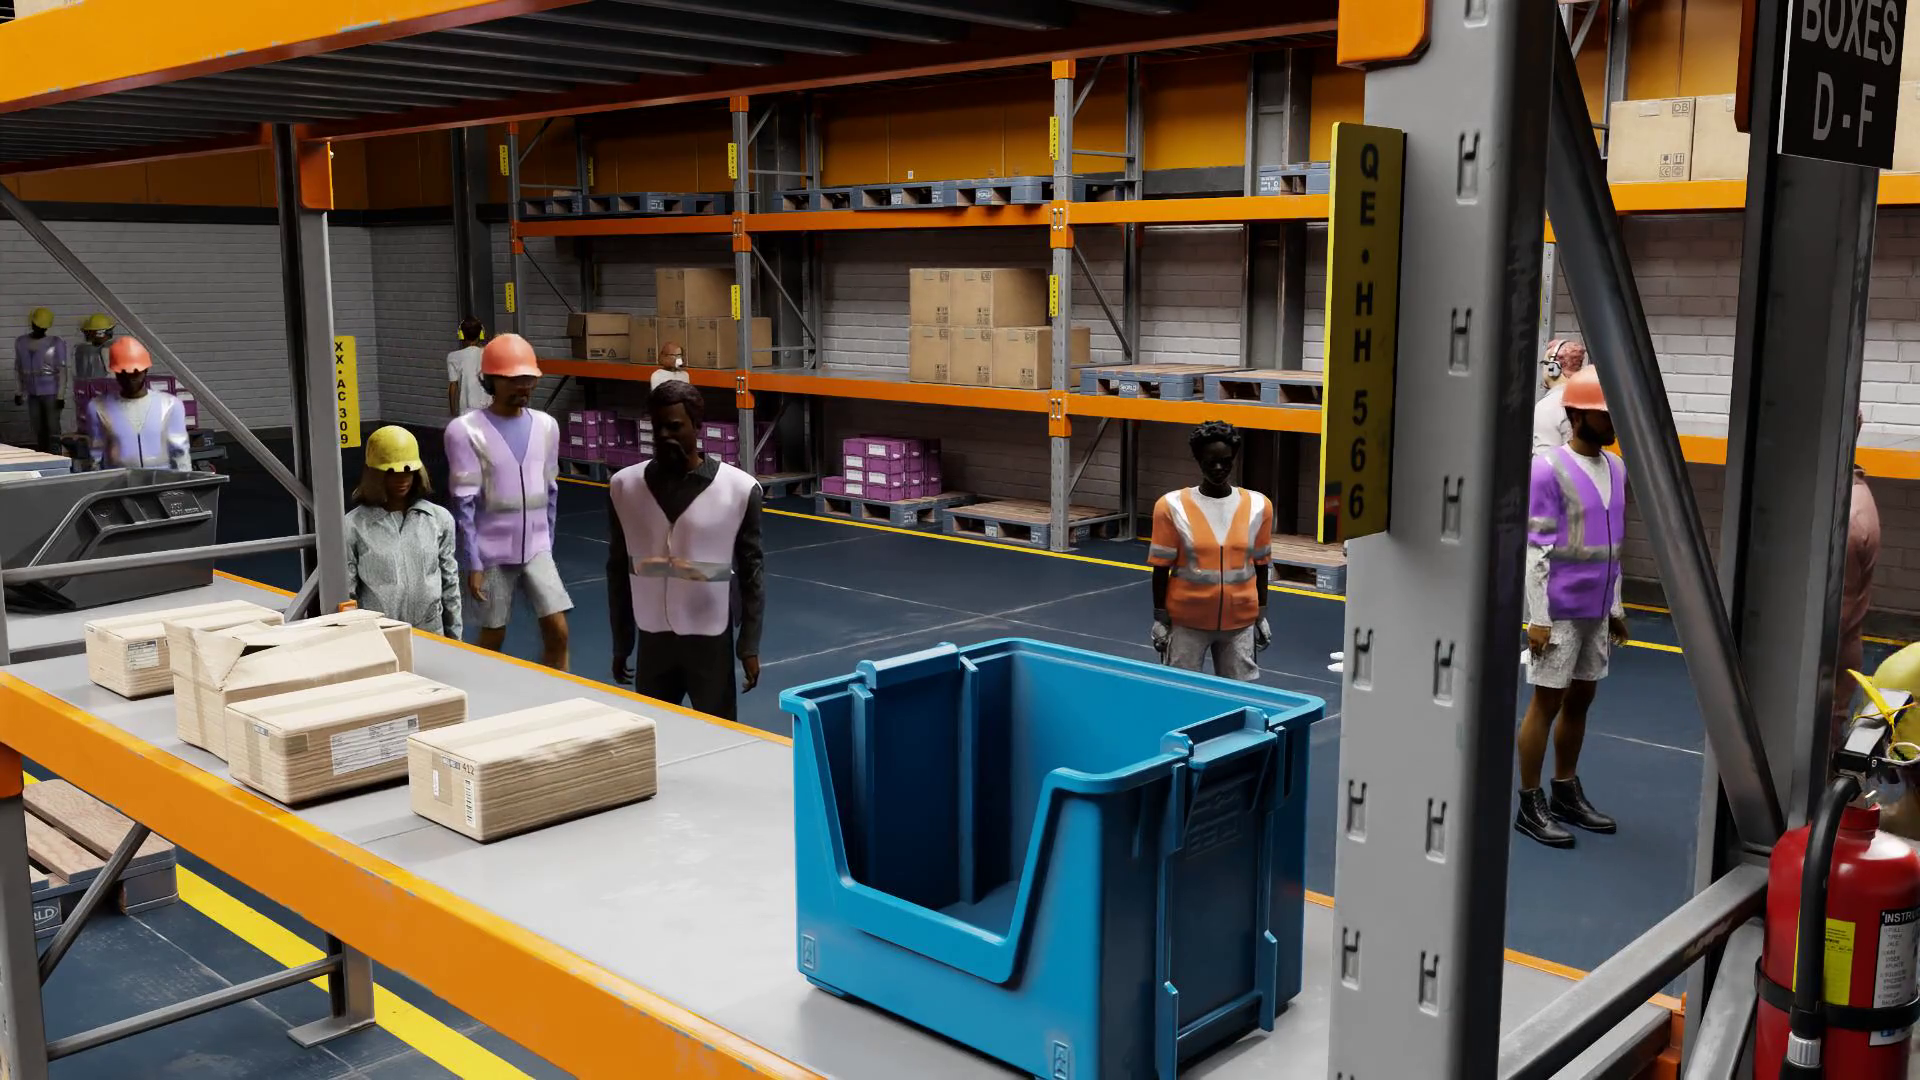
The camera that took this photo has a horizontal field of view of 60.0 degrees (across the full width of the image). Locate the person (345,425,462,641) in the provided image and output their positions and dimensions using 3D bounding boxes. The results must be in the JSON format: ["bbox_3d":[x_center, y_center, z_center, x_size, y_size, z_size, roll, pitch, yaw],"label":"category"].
[{"bbox_3d":[-2.110,0.430,6.313,0.482,1.739,0.322,-8,12,-42],"label":"person"}]

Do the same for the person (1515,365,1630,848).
[{"bbox_3d":[2.513,0.266,6.720,0.558,1.934,0.387,-6,11,-33],"label":"person"}]

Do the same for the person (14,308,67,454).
[{"bbox_3d":[-10.350,-1.667,18.723,0.694,1.883,0.397,1,9,9],"label":"person"}]

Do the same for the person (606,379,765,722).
[{"bbox_3d":[-1.010,0.362,6.167,0.590,1.919,0.393,1,9,9],"label":"person"}]

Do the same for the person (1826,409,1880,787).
[{"bbox_3d":[2.835,0.455,5.623,0.407,1.913,0.641,5,10,26],"label":"person"}]

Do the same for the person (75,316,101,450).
[{"bbox_3d":[-9.624,-1.576,18.412,0.600,1.808,0.795,8,13,42],"label":"person"}]

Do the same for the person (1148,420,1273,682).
[{"bbox_3d":[1.053,0.339,6.986,0.540,1.695,0.317,-1,9,-6],"label":"person"}]

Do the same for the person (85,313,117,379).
[{"bbox_3d":[-9.355,-1.570,18.282,0.403,1.827,0.599,-4,10,-22],"label":"person"}]

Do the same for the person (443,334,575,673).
[{"bbox_3d":[-2.020,0.070,7.674,0.619,2.012,0.854,-9,13,-42],"label":"person"}]

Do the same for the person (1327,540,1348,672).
[{"bbox_3d":[2.289,-0.054,9.587,0.280,1.634,0.498,3,10,17],"label":"person"}]

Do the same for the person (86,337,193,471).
[{"bbox_3d":[-4.871,-0.251,9.939,0.545,1.909,0.613,-5,11,-29],"label":"person"}]

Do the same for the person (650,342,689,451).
[{"bbox_3d":[-2.752,-1.078,15.892,0.277,1.629,0.497,7,11,35],"label":"person"}]

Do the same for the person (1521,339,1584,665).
[{"bbox_3d":[3.474,-0.214,9.731,0.651,1.906,0.409,-8,12,-42],"label":"person"}]

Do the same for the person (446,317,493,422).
[{"bbox_3d":[-4.582,-1.174,15.758,0.508,1.864,0.329,-3,10,-20],"label":"person"}]

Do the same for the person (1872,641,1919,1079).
[{"bbox_3d":[1.597,1.010,2.730,0.551,1.734,0.469,-1,9,-6],"label":"person"}]
